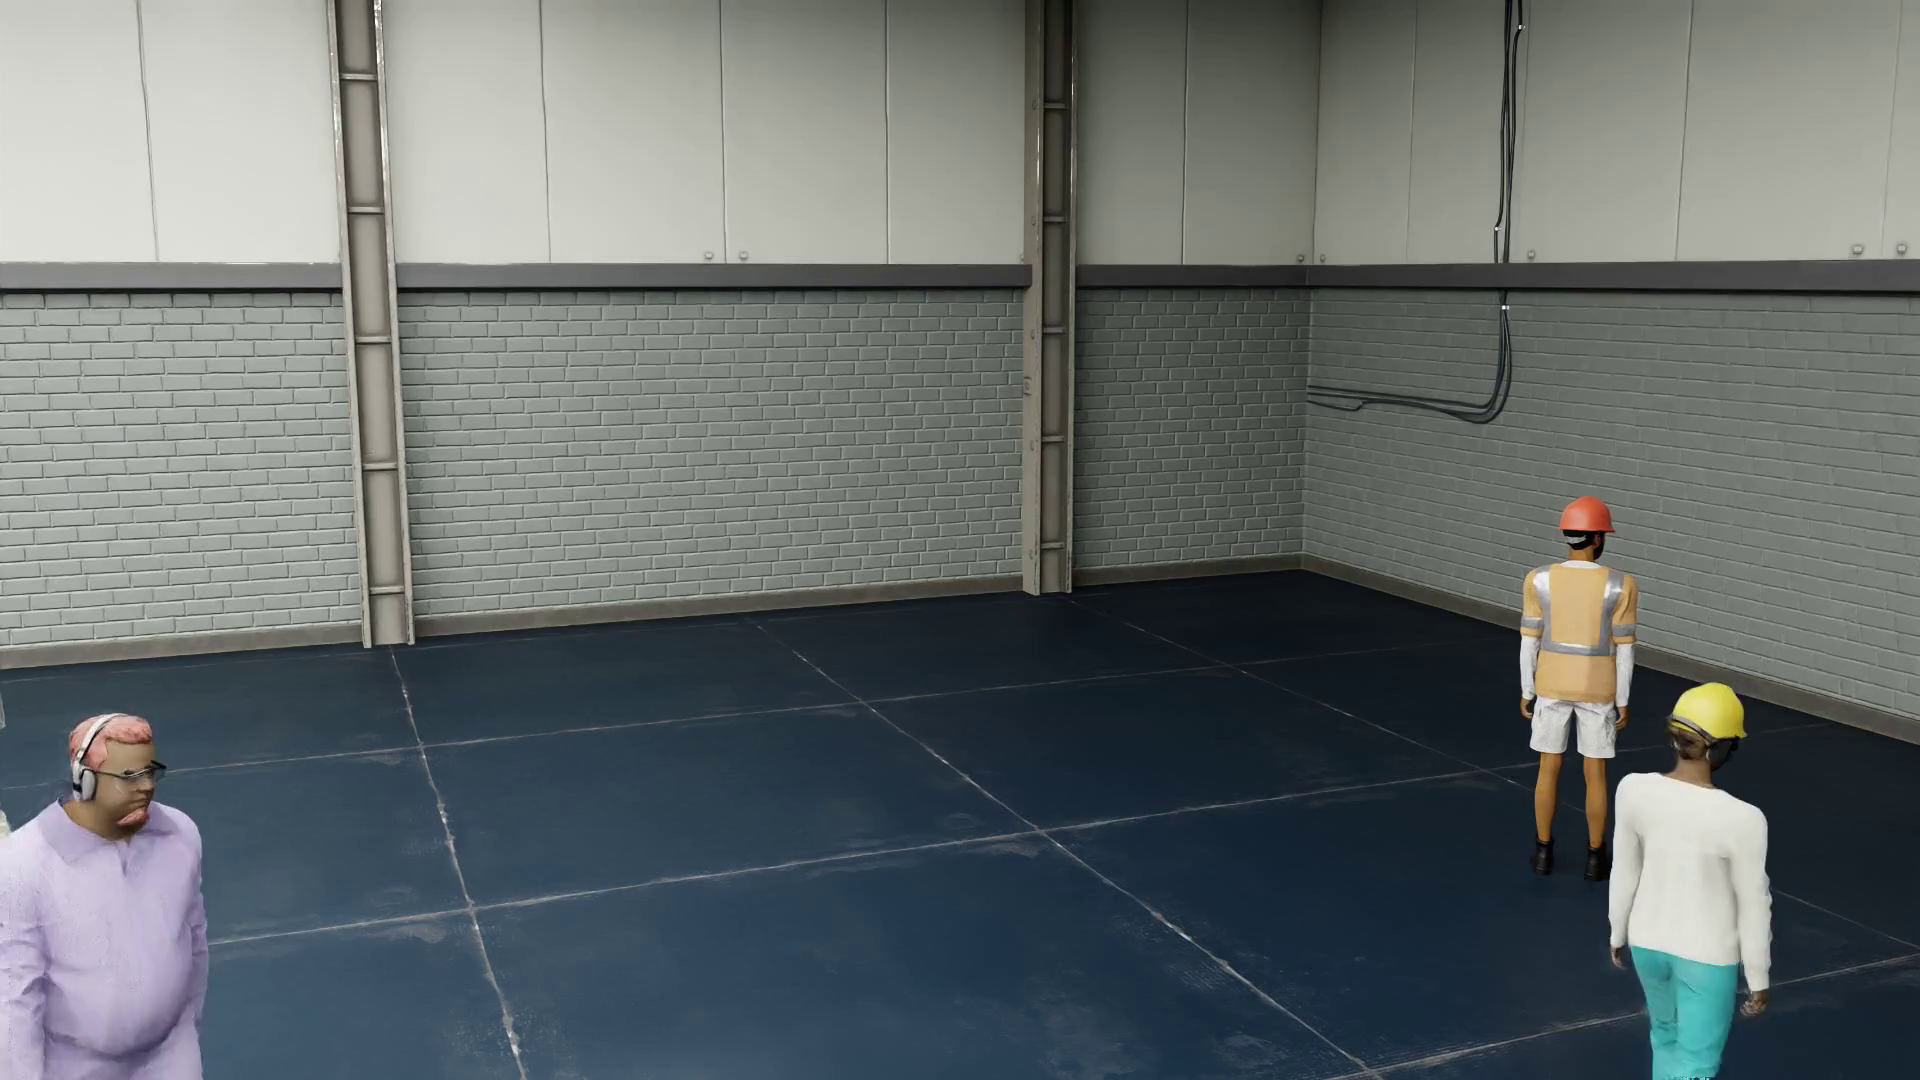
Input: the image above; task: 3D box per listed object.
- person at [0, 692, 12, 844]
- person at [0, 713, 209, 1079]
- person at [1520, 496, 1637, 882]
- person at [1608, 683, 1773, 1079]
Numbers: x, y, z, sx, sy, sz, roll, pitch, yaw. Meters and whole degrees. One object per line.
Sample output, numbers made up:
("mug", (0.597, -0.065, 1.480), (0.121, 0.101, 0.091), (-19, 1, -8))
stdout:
("person", (-4.555, 0.904, 7.615), (0.509, 1.863, 0.311), (7, 12, 38))
("person", (-2.369, 1.380, 4.572), (0.813, 1.874, 0.647), (6, 11, 34))
("person", (3.098, 0.745, 8.374), (0.547, 1.934, 0.375), (5, 10, 27))
("person", (2.345, 1.317, 5.388), (0.725, 1.743, 0.539), (-6, 11, -33))
